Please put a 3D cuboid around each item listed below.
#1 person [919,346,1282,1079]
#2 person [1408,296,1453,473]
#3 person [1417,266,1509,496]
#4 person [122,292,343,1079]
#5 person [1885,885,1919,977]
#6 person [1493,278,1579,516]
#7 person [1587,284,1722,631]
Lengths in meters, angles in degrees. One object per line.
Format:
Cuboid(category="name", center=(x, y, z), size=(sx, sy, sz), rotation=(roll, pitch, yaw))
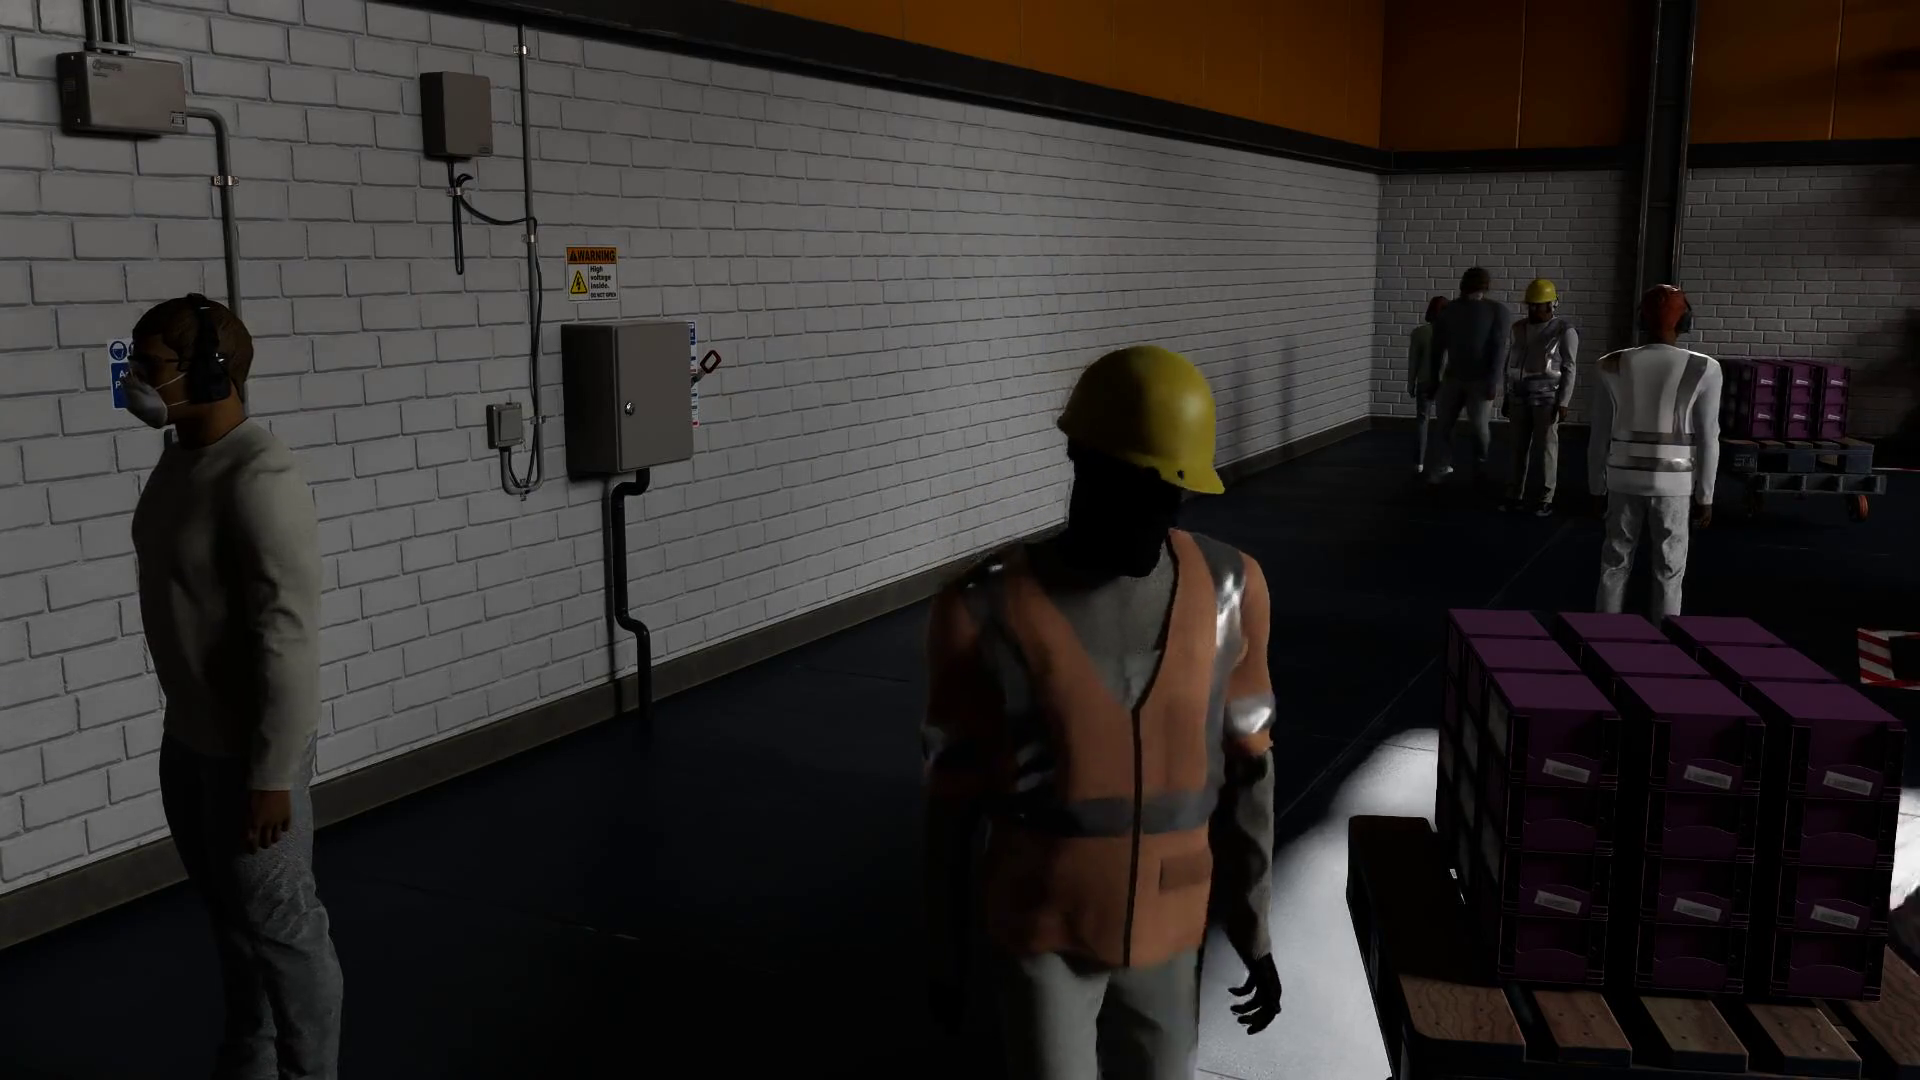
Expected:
Cuboid(category="person", center=(0.209, 0.607, 2.819), size=(0.591, 1.888, 0.754), rotation=(-3, 10, -16))
Cuboid(category="person", center=(4.382, -1.424, 15.320), size=(0.503, 1.632, 0.274), rotation=(4, 11, 21))
Cuboid(category="person", center=(4.214, -1.315, 13.854), size=(0.666, 1.915, 0.493), rotation=(6, 11, 31))
Cuboid(category="person", center=(-1.581, 0.443, 3.608), size=(0.373, 1.940, 0.628), rotation=(-9, 13, -43))
Cuboid(category="person", center=(2.681, 0.324, 4.147), size=(0.632, 1.983, 0.463), rotation=(-9, 13, -42))
Cuboid(category="person", center=(4.441, -1.099, 12.856), size=(0.403, 1.828, 0.588), rotation=(-8, 13, -39))
Cuboid(category="person", center=(3.203, -0.238, 7.729), size=(0.578, 1.879, 0.350), rotation=(7, 12, 37))
